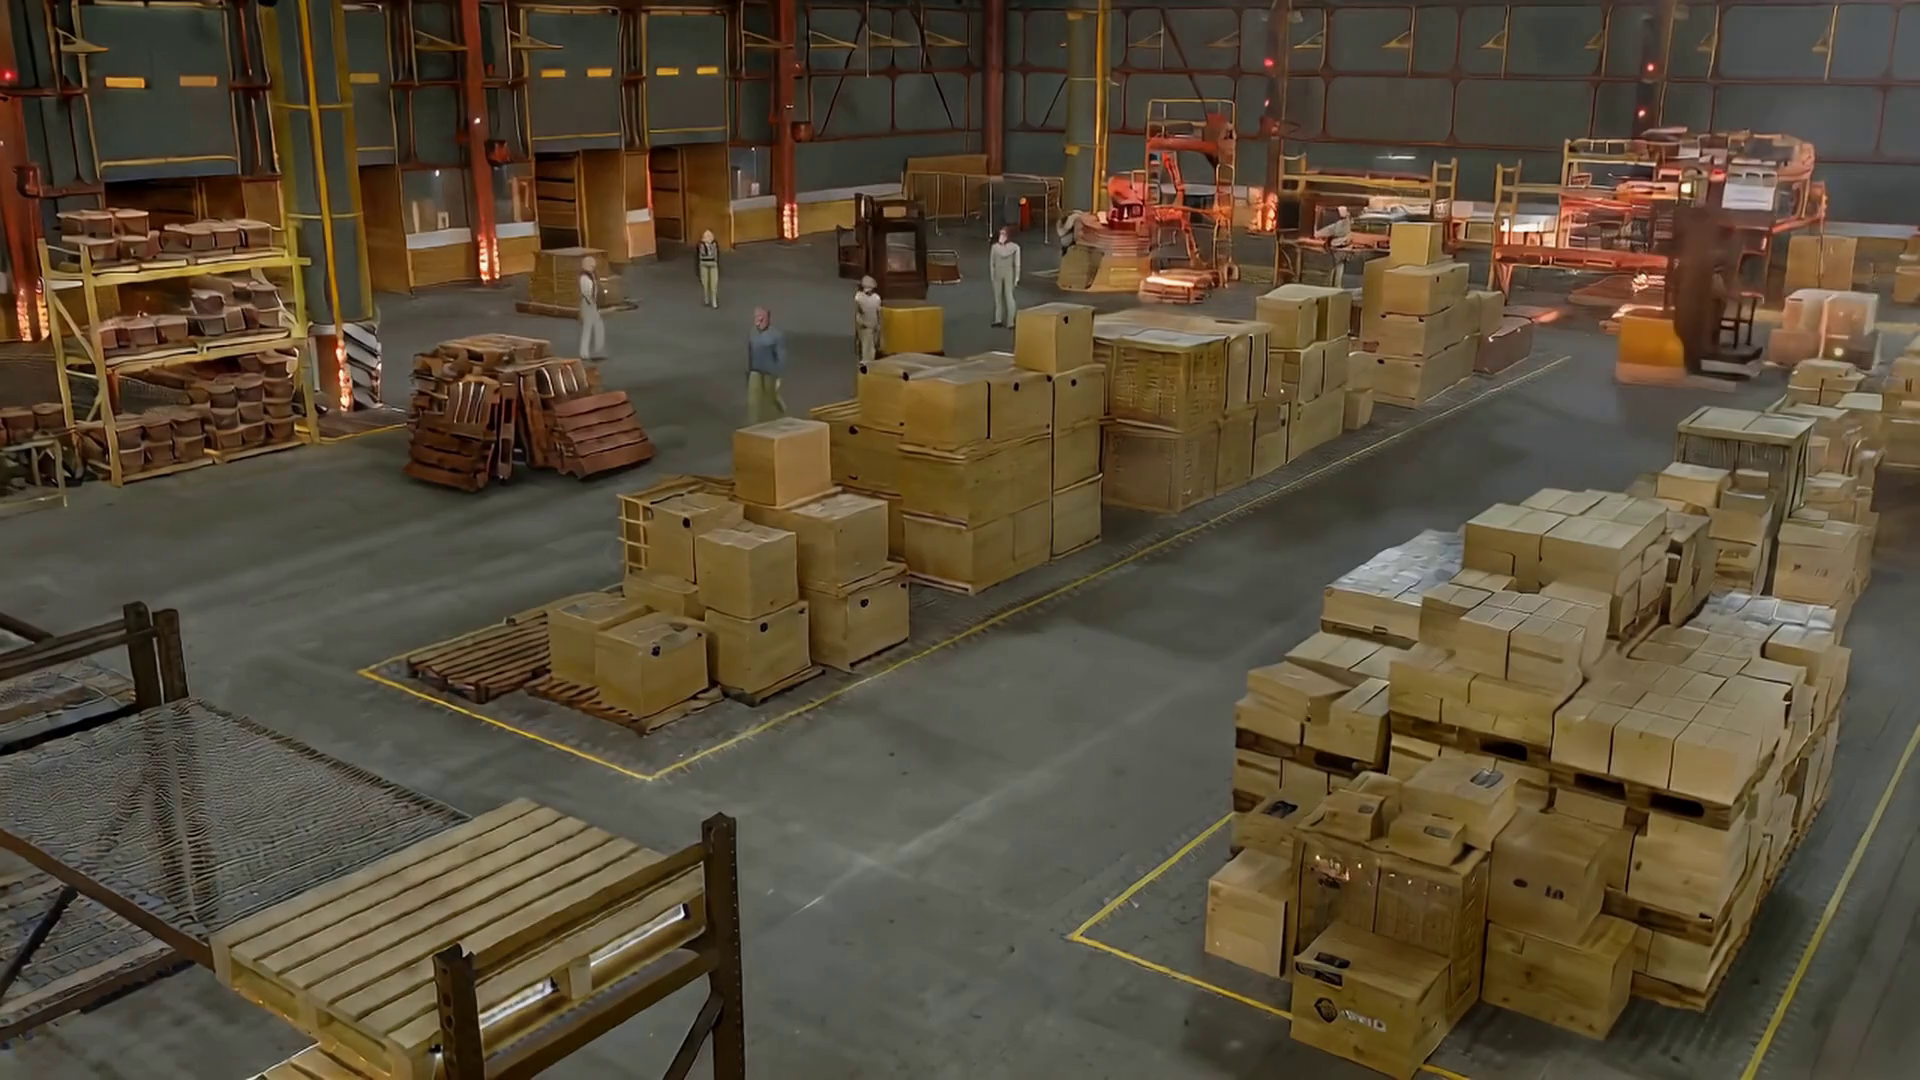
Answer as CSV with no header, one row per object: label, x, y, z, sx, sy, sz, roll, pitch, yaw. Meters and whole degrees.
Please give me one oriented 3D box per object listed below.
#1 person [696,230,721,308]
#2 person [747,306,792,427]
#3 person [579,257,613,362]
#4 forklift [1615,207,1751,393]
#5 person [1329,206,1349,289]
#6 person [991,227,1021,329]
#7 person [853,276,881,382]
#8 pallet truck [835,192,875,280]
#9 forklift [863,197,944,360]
person,-5.252,-5.683,34.753,0.525,1.617,0.705,-3,17,-11
person,-2.672,-2.332,23.182,0.644,1.900,0.999,11,20,32
person,-6.309,-3.981,28.757,0.717,1.819,0.505,-2,17,-8
forklift,11.789,-3.931,26.792,1.873,2.768,1.129,12,21,35
person,8.291,-6.300,36.267,0.544,1.932,0.374,-12,21,-35
person,0.871,-5.058,32.126,0.627,1.940,0.372,10,20,30
person,-1.500,-3.430,27.067,0.492,1.742,0.323,-10,19,-29
pallet truck,-1.936,-7.159,38.982,1.885,1.965,0.823,-12,21,-34
forklift,-1.008,-4.465,28.559,1.129,2.768,1.873,-5,17,-15
